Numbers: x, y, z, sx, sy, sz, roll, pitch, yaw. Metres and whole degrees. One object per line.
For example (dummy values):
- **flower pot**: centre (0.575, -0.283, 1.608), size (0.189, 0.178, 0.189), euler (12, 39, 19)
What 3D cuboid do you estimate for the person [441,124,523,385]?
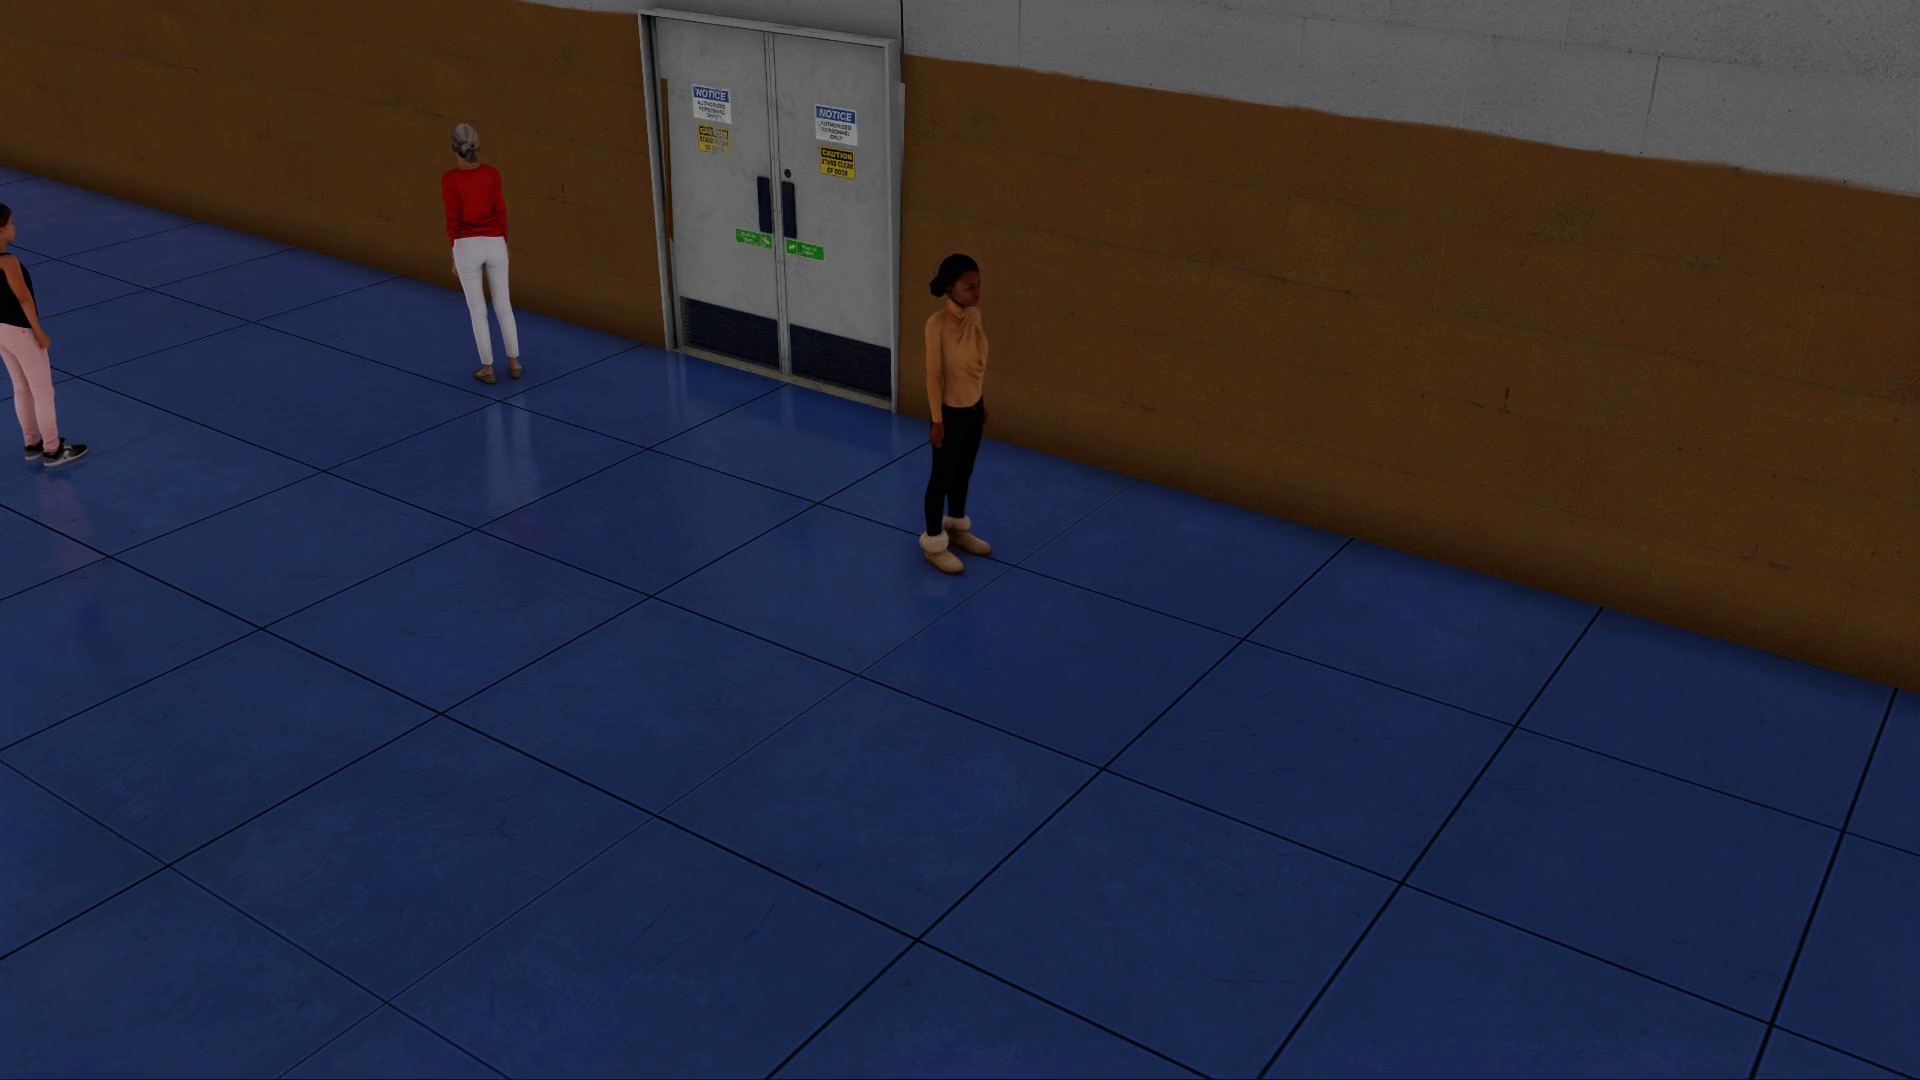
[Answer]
- **person**: centre (-3.108, -1.850, 10.783), size (0.588, 1.693, 0.692), euler (-15, 31, -27)

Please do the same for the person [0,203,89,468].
- **person**: centre (-5.446, -1.181, 9.610), size (0.535, 1.563, 0.539), euler (14, 30, 26)

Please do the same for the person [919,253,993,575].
- **person**: centre (-0.023, -0.660, 8.474), size (0.651, 1.659, 0.457), euler (18, 32, 31)
